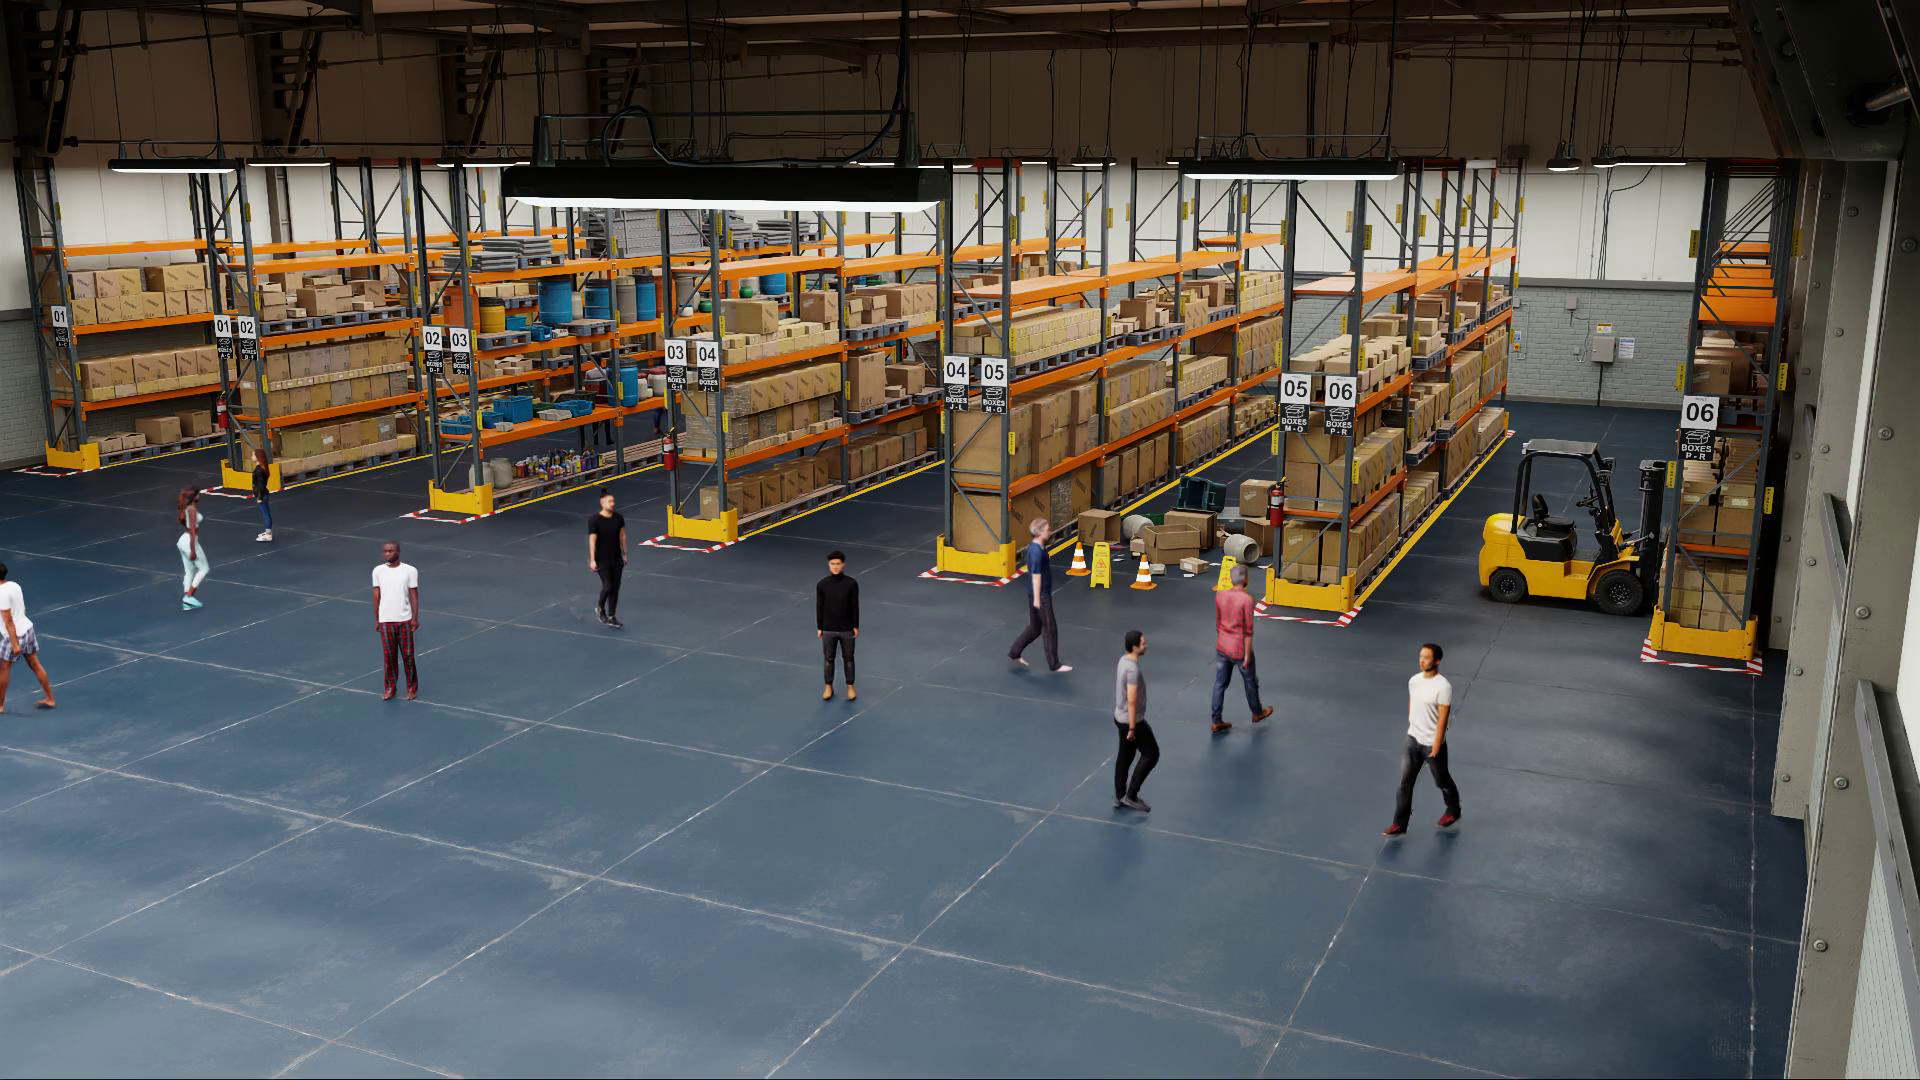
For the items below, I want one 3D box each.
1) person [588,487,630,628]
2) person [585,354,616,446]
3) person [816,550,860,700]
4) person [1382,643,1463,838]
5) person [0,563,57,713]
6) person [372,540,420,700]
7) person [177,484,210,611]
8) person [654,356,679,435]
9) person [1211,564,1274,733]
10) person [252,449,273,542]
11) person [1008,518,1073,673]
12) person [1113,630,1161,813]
[{"bbox_3d":[-4.638,0.221,21.706,0.855,1.852,0.741,13,18,43],"label":"person"},{"bbox_3d":[-7.681,-2.994,35.434,0.832,1.921,0.795,0,13,-1],"label":"person"},{"bbox_3d":[-1.380,0.952,18.842,0.702,1.720,0.658,1,13,3],"label":"person"},{"bbox_3d":[4.301,1.812,15.027,1.231,1.765,0.980,-10,16,-36],"label":"person"},{"bbox_3d":[-10.358,1.079,18.375,1.018,1.683,1.039,-1,13,-2],"label":"person"},{"bbox_3d":[-6.383,0.892,18.843,0.731,1.836,0.702,0,13,-2],"label":"person"},{"bbox_3d":[-10.472,0.126,22.449,0.736,1.701,0.699,-11,17,-39],"label":"person"},{"bbox_3d":[-6.553,-3.140,36.549,0.843,1.703,1.163,3,13,12],"label":"person"},{"bbox_3d":[2.855,1.181,17.678,1.193,1.798,0.980,-12,17,-41],"label":"person"},{"bbox_3d":[-11.174,-0.734,26.648,0.698,1.483,0.628,-4,14,-16],"label":"person"},{"bbox_3d":[0.878,0.662,19.810,0.943,1.847,1.052,1,13,4],"label":"person"},{"bbox_3d":[1.533,1.693,15.588,0.804,1.744,0.729,-3,13,-13],"label":"person"}]
